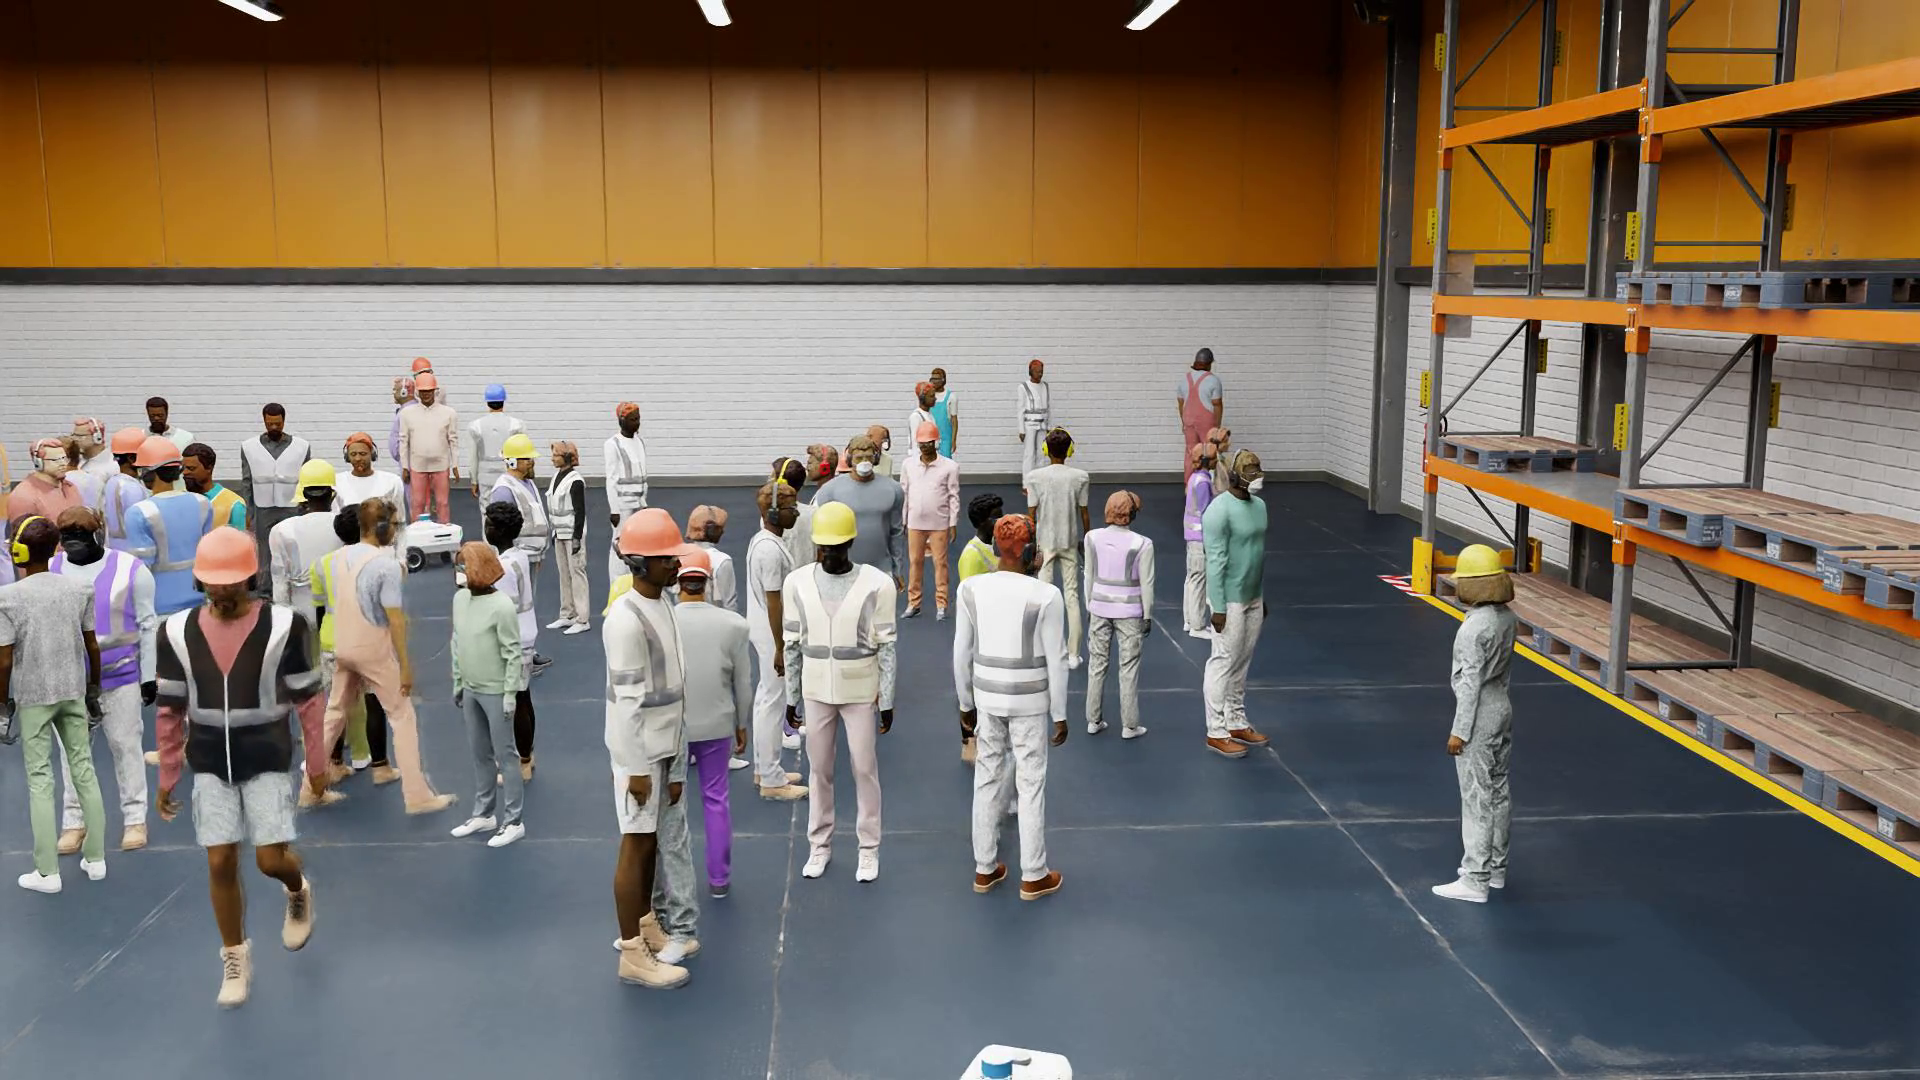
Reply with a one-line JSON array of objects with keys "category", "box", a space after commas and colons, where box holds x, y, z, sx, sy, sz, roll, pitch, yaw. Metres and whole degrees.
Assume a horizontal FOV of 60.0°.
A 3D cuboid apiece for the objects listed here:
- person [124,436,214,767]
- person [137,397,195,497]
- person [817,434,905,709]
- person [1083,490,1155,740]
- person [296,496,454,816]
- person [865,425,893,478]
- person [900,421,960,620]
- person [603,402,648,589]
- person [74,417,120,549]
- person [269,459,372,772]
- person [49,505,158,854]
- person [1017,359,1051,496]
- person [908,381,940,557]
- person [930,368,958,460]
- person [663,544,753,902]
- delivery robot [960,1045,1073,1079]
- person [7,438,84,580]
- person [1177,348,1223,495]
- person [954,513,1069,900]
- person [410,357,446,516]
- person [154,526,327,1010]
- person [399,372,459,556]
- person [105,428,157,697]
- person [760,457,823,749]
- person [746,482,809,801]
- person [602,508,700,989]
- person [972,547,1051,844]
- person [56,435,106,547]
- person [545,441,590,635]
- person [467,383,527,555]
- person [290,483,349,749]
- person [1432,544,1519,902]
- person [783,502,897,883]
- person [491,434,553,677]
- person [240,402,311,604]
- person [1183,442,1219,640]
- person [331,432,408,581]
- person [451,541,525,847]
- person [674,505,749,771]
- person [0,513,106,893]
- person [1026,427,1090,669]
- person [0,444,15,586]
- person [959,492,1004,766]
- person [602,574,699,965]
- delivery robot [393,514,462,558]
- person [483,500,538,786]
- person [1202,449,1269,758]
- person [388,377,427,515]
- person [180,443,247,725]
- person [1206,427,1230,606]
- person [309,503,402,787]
[{"category": "person", "box": [-4.876, 0.380, 10.265, 0.375, 2.044, 0.605, 4, 10, 22]}, {"category": "person", "box": [-7.429, -0.389, 15.537, 0.584, 1.908, 0.390, -3, 10, -19]}, {"category": "person", "box": [-0.676, 0.232, 11.520, 0.635, 1.937, 0.354, -3, 10, -20]}, {"category": "person", "box": [1.031, 0.491, 10.866, 0.507, 1.631, 0.310, 5, 10, 30]}, {"category": "person", "box": [-3.301, 0.662, 9.317, 0.749, 1.796, 0.535, 4, 10, 26]}, {"category": "person", "box": [-0.797, -0.278, 15.715, 0.279, 1.628, 0.503, 7, 12, 39]}, {"category": "person", "box": [-0.283, -0.168, 14.612, 0.559, 1.751, 0.326, 2, 9, 14]}, {"category": "person", "box": [-3.017, -0.315, 15.124, 0.338, 1.882, 0.582, 3, 10, 19]}, {"category": "person", "box": [-6.862, -0.027, 13.245, 0.643, 1.910, 0.399, 4, 10, 25]}, {"category": "person", "box": [-3.837, 0.471, 10.061, 0.594, 1.924, 0.368, -5, 10, -27]}, {"category": "person", "box": [-4.542, 0.727, 8.718, 0.634, 1.841, 0.429, -2, 9, -12]}, {"category": "person", "box": [1.028, -1.542, 22.858, 0.586, 1.879, 0.357, -8, 12, -41]}, {"category": "person", "box": [-0.385, -0.771, 17.986, 0.341, 1.882, 0.587, 2, 9, 12]}, {"category": "person", "box": [-0.278, -1.288, 21.357, 0.514, 1.845, 0.337, 4, 10, 23]}, {"category": "person", "box": [-1.291, 0.883, 8.065, 0.577, 1.737, 0.355, -3, 10, -20]}, {"category": "delivery robot", "box": [0.116, 1.867, 5.292, 0.477, 0.478, 0.707, 3, 10, 19]}, {"category": "person", "box": [-6.263, 0.241, 11.568, 0.406, 1.906, 0.654, 1, 9, 5]}, {"category": "person", "box": [3.343, -1.621, 22.839, 0.681, 2.000, 0.536, 8, 12, 42]}, {"category": "person", "box": [0.256, 0.805, 8.091, 0.587, 1.882, 0.341, 5, 10, 26]}, {"category": "person", "box": [-6.728, -1.298, 20.950, 0.379, 1.996, 0.610, 6, 11, 32]}, {"category": "person", "box": [-3.000, 0.915, 6.980, 0.639, 2.020, 0.622, -1, 9, -8]}, {"category": "person", "box": [-5.660, -0.789, 17.754, 0.610, 1.996, 0.384, -3, 9, -16]}, {"category": "person", "box": [-5.918, 0.159, 11.980, 0.354, 1.939, 0.544, -8, 12, -41]}, {"category": "person", "box": [-1.079, 0.400, 10.668, 0.526, 1.875, 0.315, -9, 13, -44]}, {"category": "person", "box": [-1.064, 0.579, 9.631, 0.330, 1.844, 0.520, -2, 9, -12]}, {"category": "person", "box": [-1.316, 0.876, 7.148, 0.391, 2.045, 0.608, 1, 9, 4]}, {"category": "person", "box": [0.267, 0.803, 8.991, 0.547, 1.601, 0.834, 4, 10, 25]}, {"category": "person", "box": [-6.637, 0.132, 12.496, 0.362, 1.835, 0.513, 3, 9, 17]}, {"category": "person", "box": [-3.317, -0.027, 14.081, 0.309, 1.641, 0.515, -7, 11, -38]}, {"category": "person", "box": [-4.629, -0.605, 16.739, 0.605, 1.951, 0.384, -2, 9, -11]}, {"category": "person", "box": [-4.066, 0.462, 10.616, 0.533, 1.767, 0.321, 7, 11, 36]}, {"category": "person", "box": [2.506, 0.881, 8.075, 0.305, 1.739, 0.484, 8, 12, 40]}, {"category": "person", "box": [-0.602, 0.755, 8.305, 0.587, 1.920, 0.397, 2, 9, 11]}, {"category": "person", "box": [-3.317, 0.109, 12.623, 0.404, 1.832, 0.599, 0, 9, 2]}, {"category": "person", "box": [-6.025, -0.263, 14.709, 0.587, 1.915, 0.391, -4, 10, -22]}, {"category": "person", "box": [2.020, 0.002, 13.898, 0.311, 1.642, 0.513, 0, 9, -1]}, {"category": "person", "box": [-4.374, 0.142, 12.258, 0.584, 1.882, 0.337, -3, 10, -20]}, {"category": "person", "box": [-2.522, 0.810, 8.844, 0.503, 1.632, 0.274, 7, 11, 38]}, {"category": "person", "box": [-1.540, 0.600, 10.151, 0.514, 1.639, 0.309, 7, 11, 38]}, {"category": "person", "box": [-4.483, 0.796, 8.188, 0.328, 1.874, 0.513, 7, 12, 38]}, {"category": "person", "box": [0.746, 0.066, 12.780, 0.532, 1.868, 0.310, -1, 9, -4]}, {"category": "person", "box": [-8.447, -0.229, 14.451, 0.382, 1.924, 0.594, -5, 10, -29]}, {"category": "person", "box": [0.156, 0.546, 10.305, 0.316, 1.695, 0.542, 3, 9, 17]}, {"category": "person", "box": [-1.392, 1.001, 7.348, 0.490, 1.731, 0.324, 8, 12, 41]}, {"category": "delivery robot", "box": [-5.519, -0.023, 17.162, 0.707, 0.478, 0.477, -8, 12, -40]}, {"category": "person", "box": [-2.685, 0.609, 9.912, 0.318, 1.697, 0.536, -1, 9, -8]}, {"category": "person", "box": [1.761, 0.388, 10.541, 0.367, 1.939, 0.634, 7, 11, 36]}, {"category": "person", "box": [-6.072, -0.833, 18.308, 0.403, 1.911, 0.637, -2, 9, -14]}, {"category": "person", "box": [-5.024, 0.301, 11.149, 0.593, 1.920, 0.391, 3, 9, 17]}, {"category": "person", "box": [2.337, -0.222, 15.305, 0.315, 1.640, 0.515, 3, 10, 18]}, {"category": "person", "box": [-3.573, 0.623, 9.855, 0.536, 1.689, 0.321, 2, 9, 10]}]
